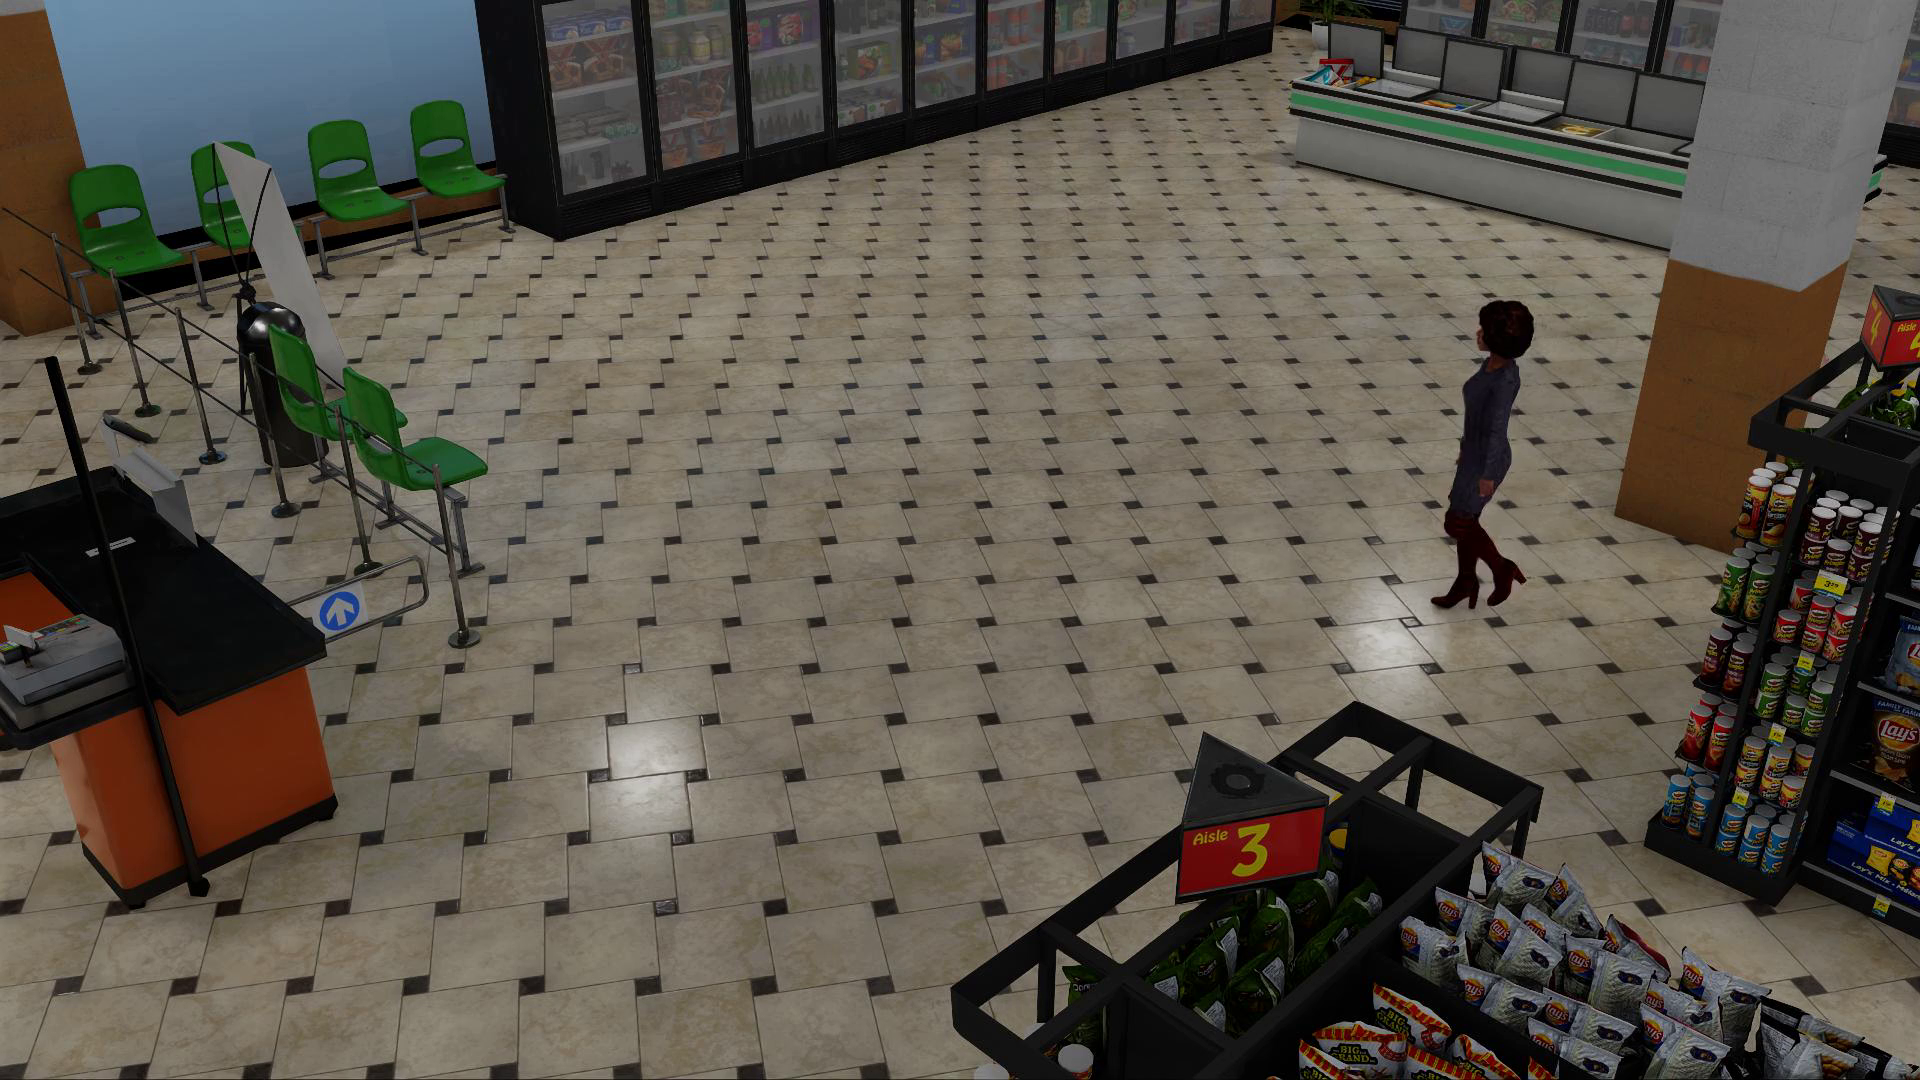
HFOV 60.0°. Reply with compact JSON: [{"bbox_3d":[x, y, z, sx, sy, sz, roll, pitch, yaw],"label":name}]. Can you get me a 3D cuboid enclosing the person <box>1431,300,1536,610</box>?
[{"bbox_3d":[2.699,-0.365,8.338,0.844,1.698,0.779,4,29,7],"label":"person"}]
